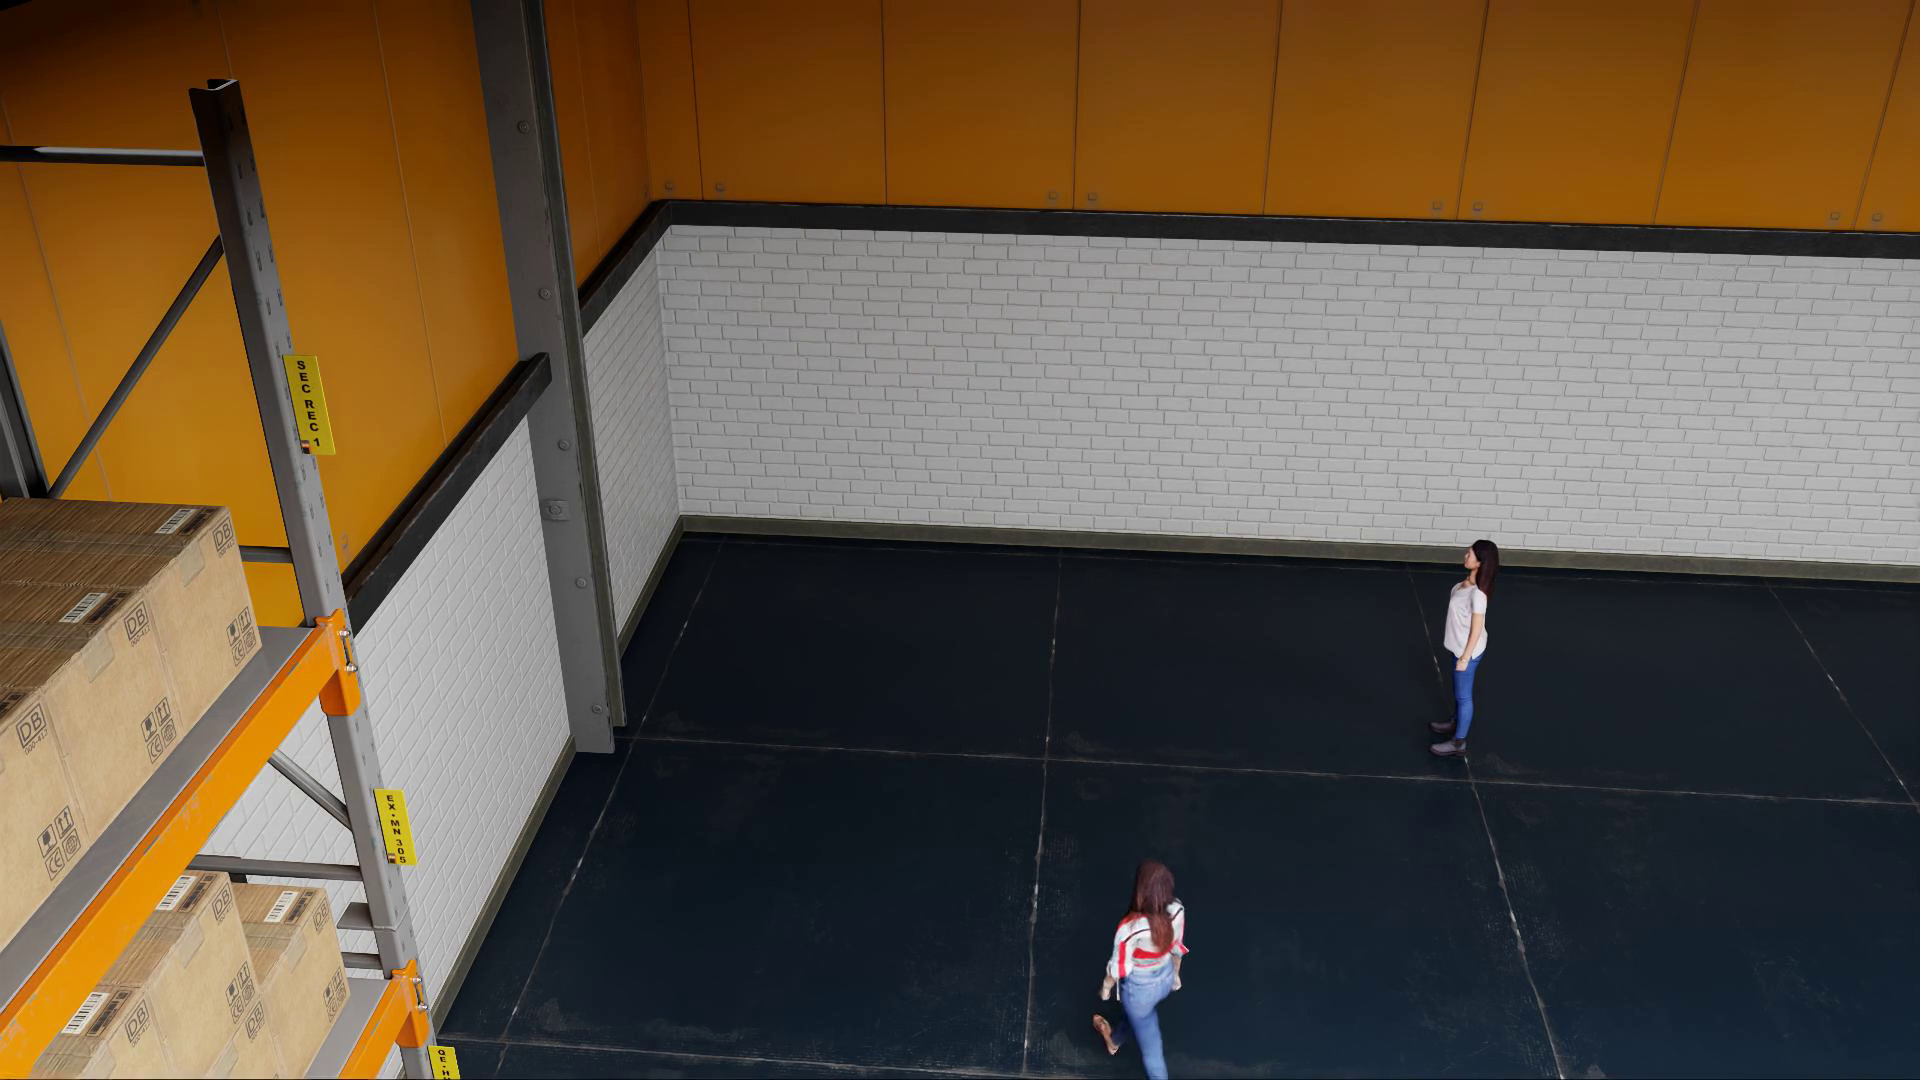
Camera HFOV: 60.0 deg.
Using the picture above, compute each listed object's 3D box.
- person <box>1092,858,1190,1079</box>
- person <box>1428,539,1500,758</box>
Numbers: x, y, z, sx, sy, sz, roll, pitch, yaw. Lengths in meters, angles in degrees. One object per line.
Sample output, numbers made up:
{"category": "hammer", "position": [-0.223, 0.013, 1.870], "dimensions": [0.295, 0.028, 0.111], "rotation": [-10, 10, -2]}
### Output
{"category": "person", "position": [1.042, 2.396, 8.752], "dimensions": [0.980, 1.586, 1.056], "rotation": [-20, 35, -33]}
{"category": "person", "position": [3.553, 0.758, 11.651], "dimensions": [0.695, 1.685, 0.509], "rotation": [7, 29, 13]}
